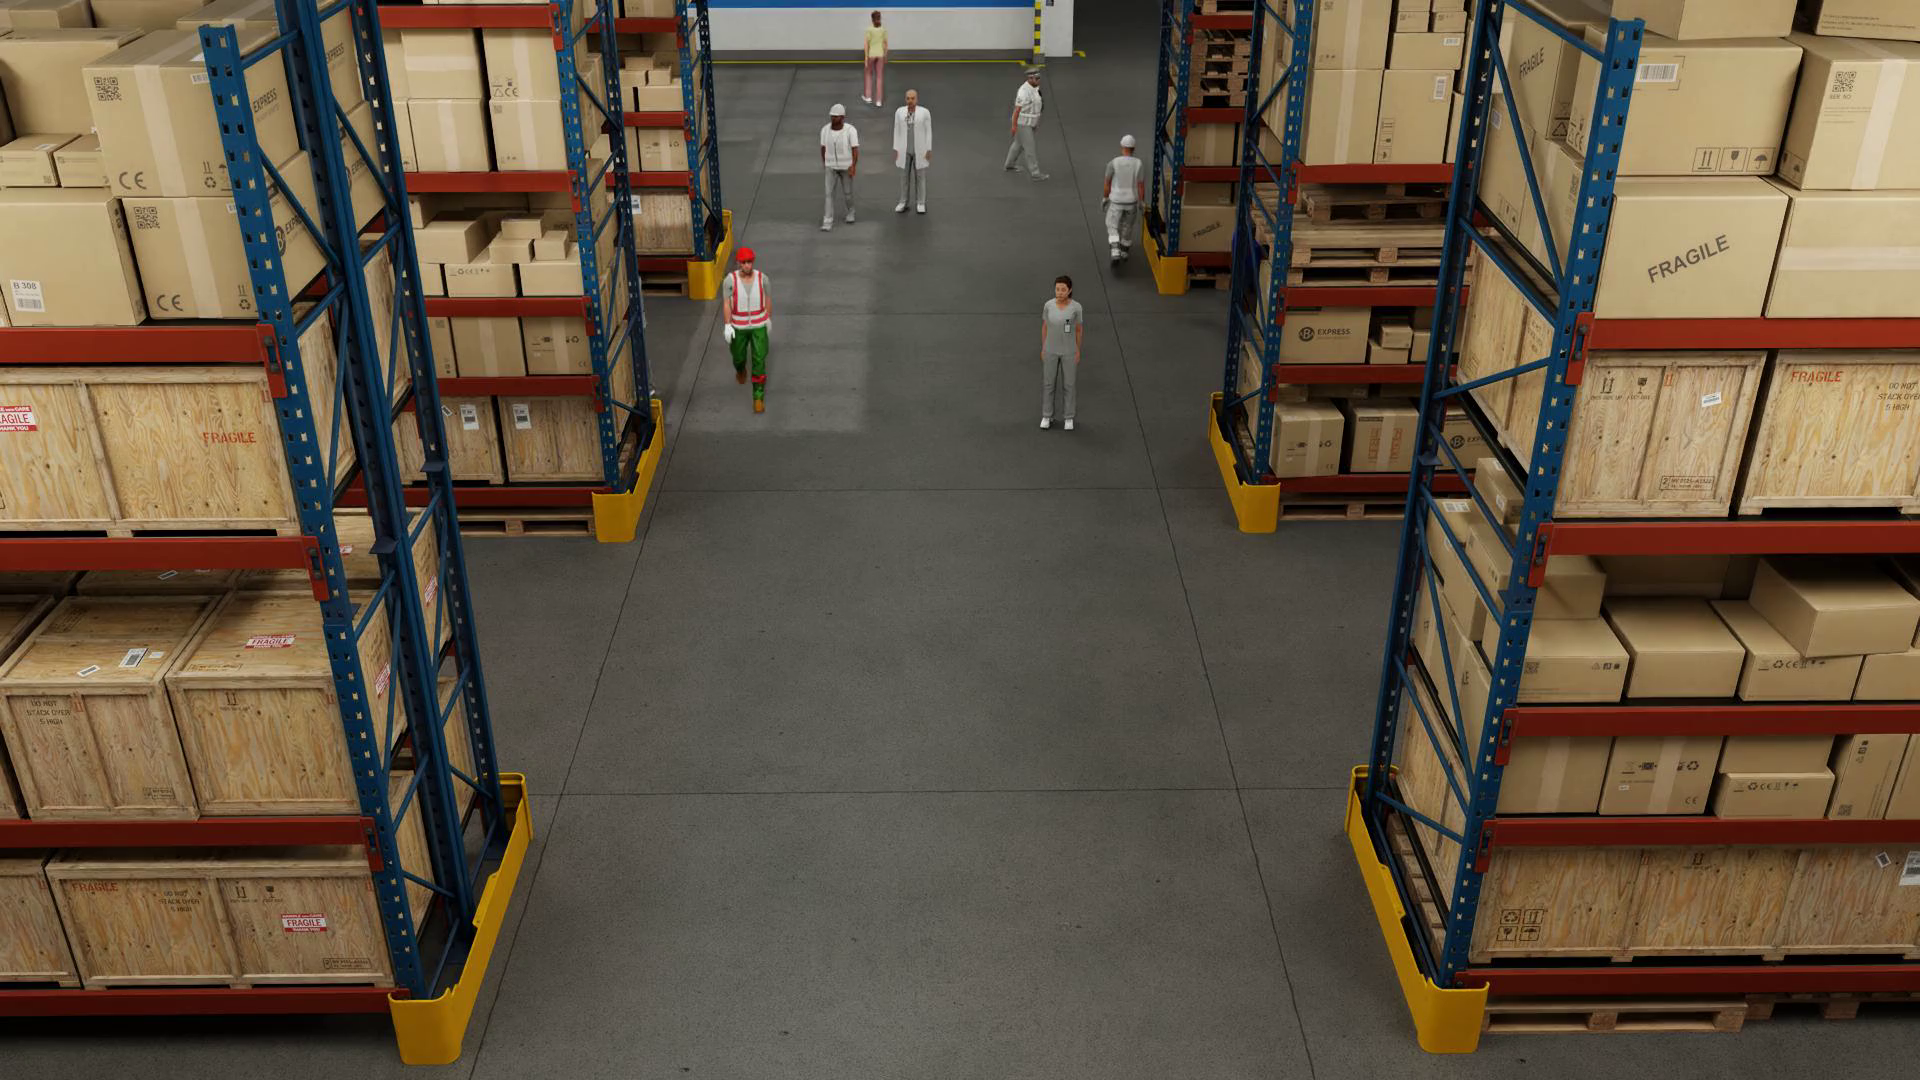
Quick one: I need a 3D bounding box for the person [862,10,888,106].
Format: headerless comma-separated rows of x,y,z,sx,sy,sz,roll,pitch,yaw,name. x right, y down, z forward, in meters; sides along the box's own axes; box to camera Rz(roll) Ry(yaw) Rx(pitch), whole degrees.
-1.549,-8.836,30.398,0.457,1.667,0.691,-5,29,-10,person

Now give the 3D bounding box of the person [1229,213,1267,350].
3.426,-3.161,19.883,0.446,1.651,0.676,-9,30,-17,person

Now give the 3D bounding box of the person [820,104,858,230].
-1.747,-5.342,23.847,0.573,1.734,0.937,3,28,6,person

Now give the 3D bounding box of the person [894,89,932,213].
-0.706,-5.742,24.555,0.564,1.781,0.378,4,28,7,person

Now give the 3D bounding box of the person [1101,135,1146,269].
2.196,-4.536,22.321,0.588,1.774,0.885,0,28,-1,person

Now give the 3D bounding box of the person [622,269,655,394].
-3.723,-2.371,18.472,0.611,1.596,0.436,11,30,20,person

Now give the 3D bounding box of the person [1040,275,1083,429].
1.075,-2.003,17.729,0.434,1.671,0.381,5,29,10,person

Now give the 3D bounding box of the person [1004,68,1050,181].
1.087,-6.557,26.130,0.934,1.715,0.585,13,31,23,person

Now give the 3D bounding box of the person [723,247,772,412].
-2.333,-2.374,18.308,0.545,1.777,0.837,-5,29,-8,person
